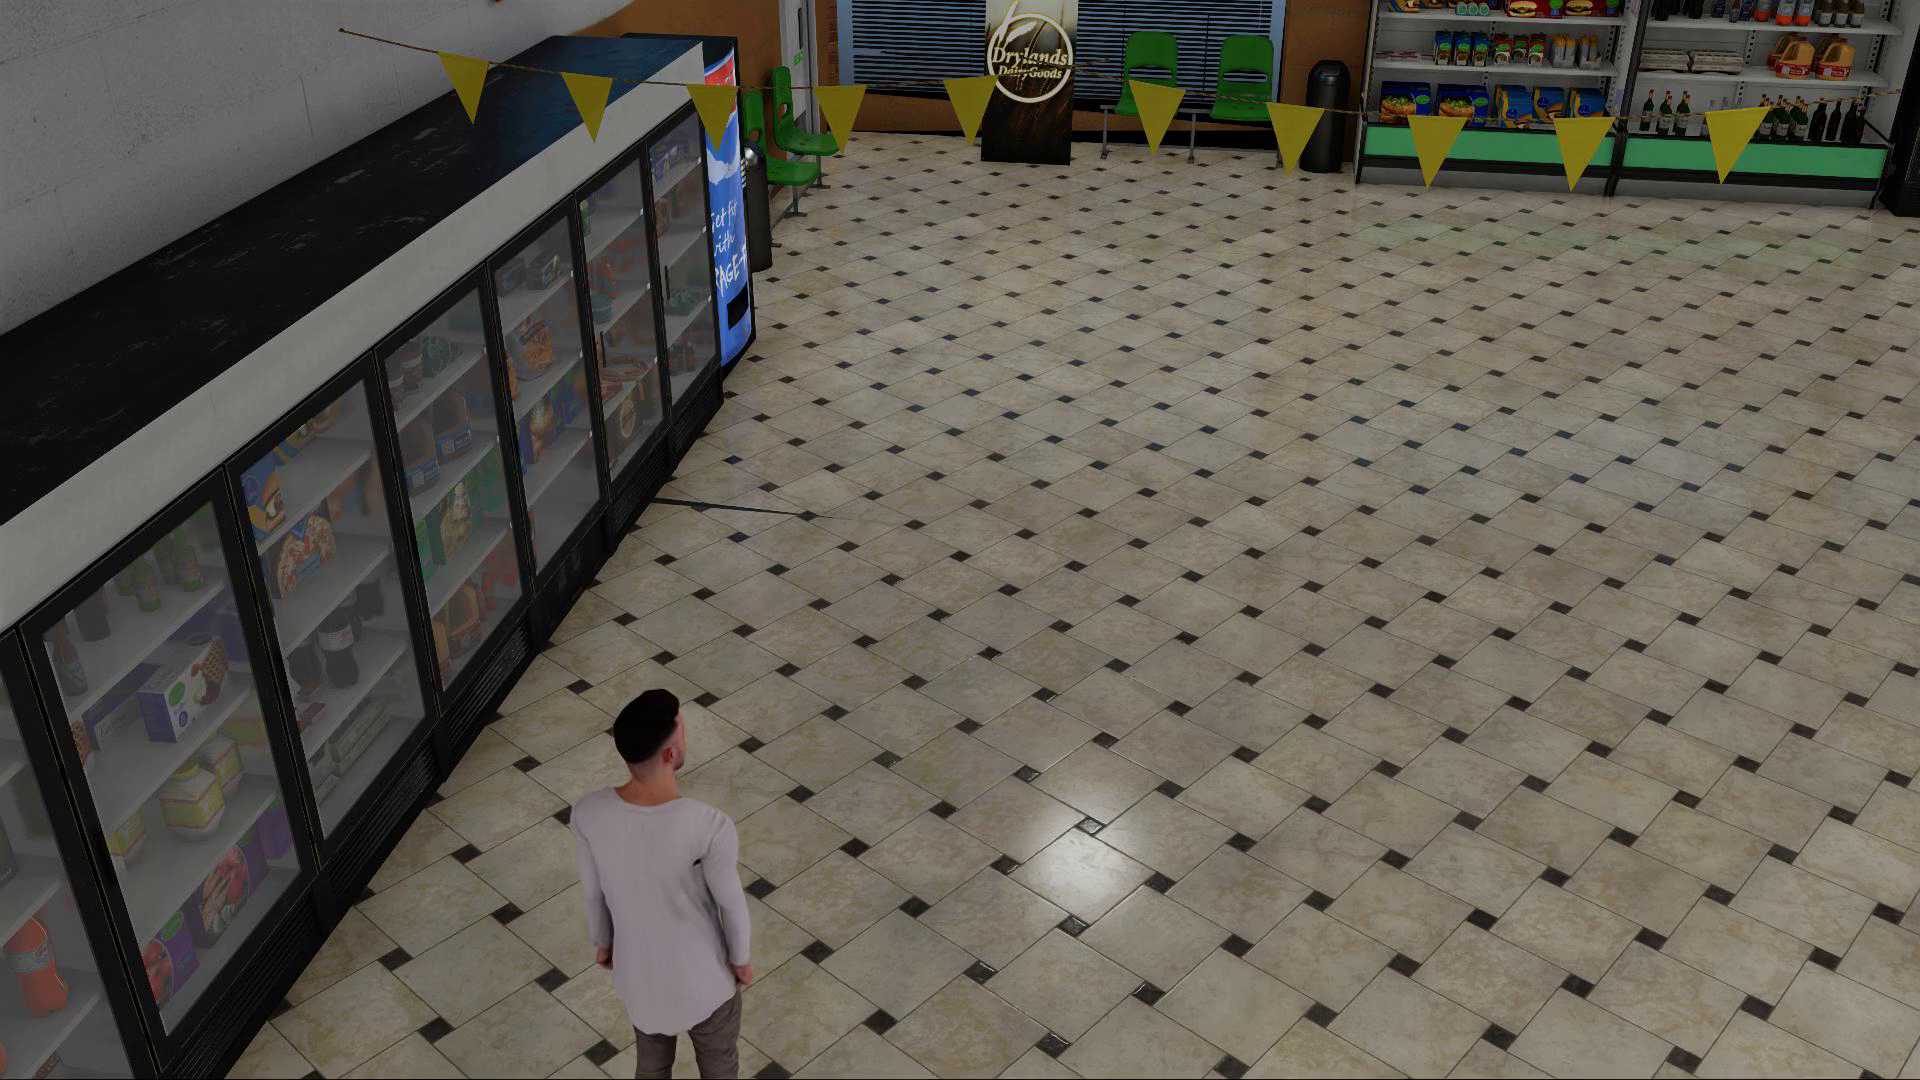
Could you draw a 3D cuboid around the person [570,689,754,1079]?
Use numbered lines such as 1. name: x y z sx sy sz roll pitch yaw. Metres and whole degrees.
1. person: -0.855 1.248 4.969 0.503 1.834 0.725 6 29 11
